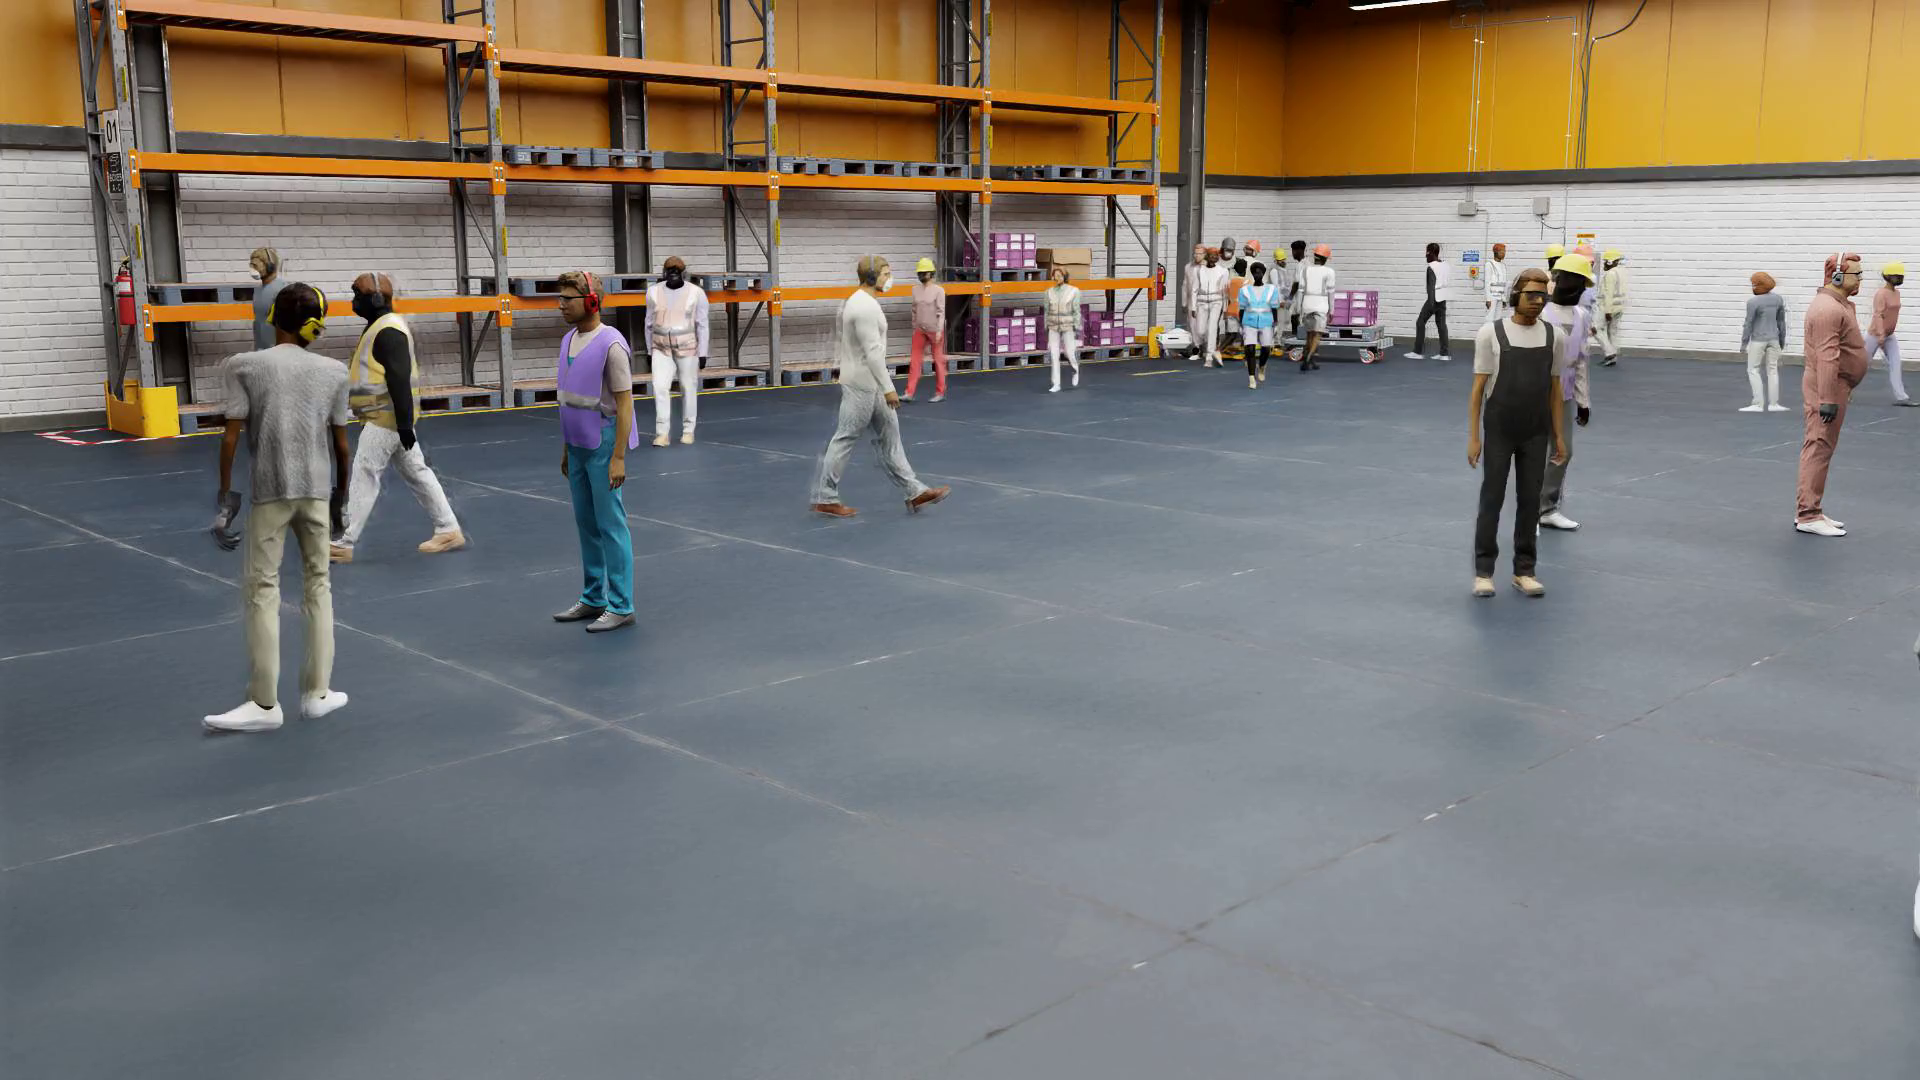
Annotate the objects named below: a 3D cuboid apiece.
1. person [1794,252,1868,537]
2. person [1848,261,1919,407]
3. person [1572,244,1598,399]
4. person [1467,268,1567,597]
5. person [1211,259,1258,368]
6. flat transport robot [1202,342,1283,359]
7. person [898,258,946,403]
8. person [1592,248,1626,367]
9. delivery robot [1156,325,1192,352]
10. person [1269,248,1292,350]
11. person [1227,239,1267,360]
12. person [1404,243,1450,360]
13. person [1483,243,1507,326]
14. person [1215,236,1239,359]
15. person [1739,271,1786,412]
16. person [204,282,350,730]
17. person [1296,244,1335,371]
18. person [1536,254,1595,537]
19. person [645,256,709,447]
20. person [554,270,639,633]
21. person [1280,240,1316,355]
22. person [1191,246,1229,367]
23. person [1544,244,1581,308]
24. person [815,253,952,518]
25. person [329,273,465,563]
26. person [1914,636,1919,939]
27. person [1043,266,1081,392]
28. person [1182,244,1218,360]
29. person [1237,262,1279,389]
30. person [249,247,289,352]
[{"bbox_3d":[5.926,-0.991,11.311,0.409,1.907,0.651,5,12,26],"label":"person"},{"bbox_3d":[10.984,-2.459,19.842,0.540,1.717,0.918,-7,12,-33],"label":"person"},{"bbox_3d":[7.627,-2.709,20.669,0.544,1.914,0.514,-3,11,-17],"label":"person"},{"bbox_3d":[3.126,-0.594,9.329,0.557,1.838,0.364,0,10,-2],"label":"person"},{"bbox_3d":[4.221,-3.452,25.379,0.743,1.677,0.539,-7,12,-33],"label":"person"},{"bbox_3d":[4.666,-3.133,27.459,0.652,0.197,1.431,10,14,43],"label":"flat transport robot"},{"bbox_3d":[-0.451,-2.491,19.938,0.552,1.729,0.826,7,13,35],"label":"person"},{"bbox_3d":[9.955,-3.546,25.487,0.419,1.819,0.591,9,14,42],"label":"person"},{"bbox_3d":[3.572,-3.284,27.252,0.707,0.478,0.477,-1,10,-8],"label":"delivery robot"},{"bbox_3d":[5.669,-4.255,29.424,0.404,1.799,0.616,6,12,29],"label":"person"},{"bbox_3d":[4.642,-3.886,26.956,0.619,1.964,0.511,3,11,17],"label":"person"},{"bbox_3d":[7.655,-3.887,27.152,0.604,1.883,0.861,-10,14,-44],"label":"person"},{"bbox_3d":[9.207,-4.146,28.587,0.576,1.882,0.355,-10,14,-43],"label":"person"},{"bbox_3d":[4.374,-4.027,27.505,0.692,2.000,0.820,2,11,11],"label":"person"},{"bbox_3d":[9.275,-2.273,19.122,0.643,1.614,0.273,-3,11,-16],"label":"person"},{"bbox_3d":[-2.865,-0.141,6.903,0.711,1.829,0.380,-8,13,-37],"label":"person"},{"bbox_3d":[5.232,-3.422,24.606,0.570,1.909,0.835,6,12,31],"label":"person"},{"bbox_3d":[3.976,-0.973,11.271,0.643,1.892,0.381,-5,11,-25],"label":"person"},{"bbox_3d":[-2.737,-1.799,15.971,0.654,1.810,0.769,1,10,4],"label":"person"},{"bbox_3d":[-1.867,-0.454,8.560,0.374,1.841,0.573,-9,14,-40],"label":"person"},{"bbox_3d":[5.711,-4.089,28.135,0.784,1.928,0.630,4,11,21],"label":"person"},{"bbox_3d":[3.891,-3.620,25.802,0.582,1.859,0.657,4,11,21],"label":"person"},{"bbox_3d":[7.001,-2.529,19.661,0.608,1.922,0.434,2,11,11],"label":"person"},{"bbox_3d":[-0.575,-1.086,11.880,1.020,1.885,0.643,0,10,2],"label":"person"},{"bbox_3d":[-3.607,-0.764,10.400,0.987,1.793,0.641,-4,11,-22],"label":"person"},{"bbox_3d":[3.018,0.258,4.640,0.587,1.857,0.384,3,11,17],"label":"person"},{"bbox_3d":[1.342,-2.742,21.611,0.524,1.628,0.492,4,11,23],"label":"person"},{"bbox_3d":[3.890,-3.839,26.907,0.679,1.885,0.436,8,13,36],"label":"person"},{"bbox_3d":[3.943,-2.852,22.074,0.540,1.676,0.570,1,10,7],"label":"person"},{"bbox_3d":[-5.938,-1.557,14.366,0.439,1.925,0.631,-8,13,-36],"label":"person"}]
